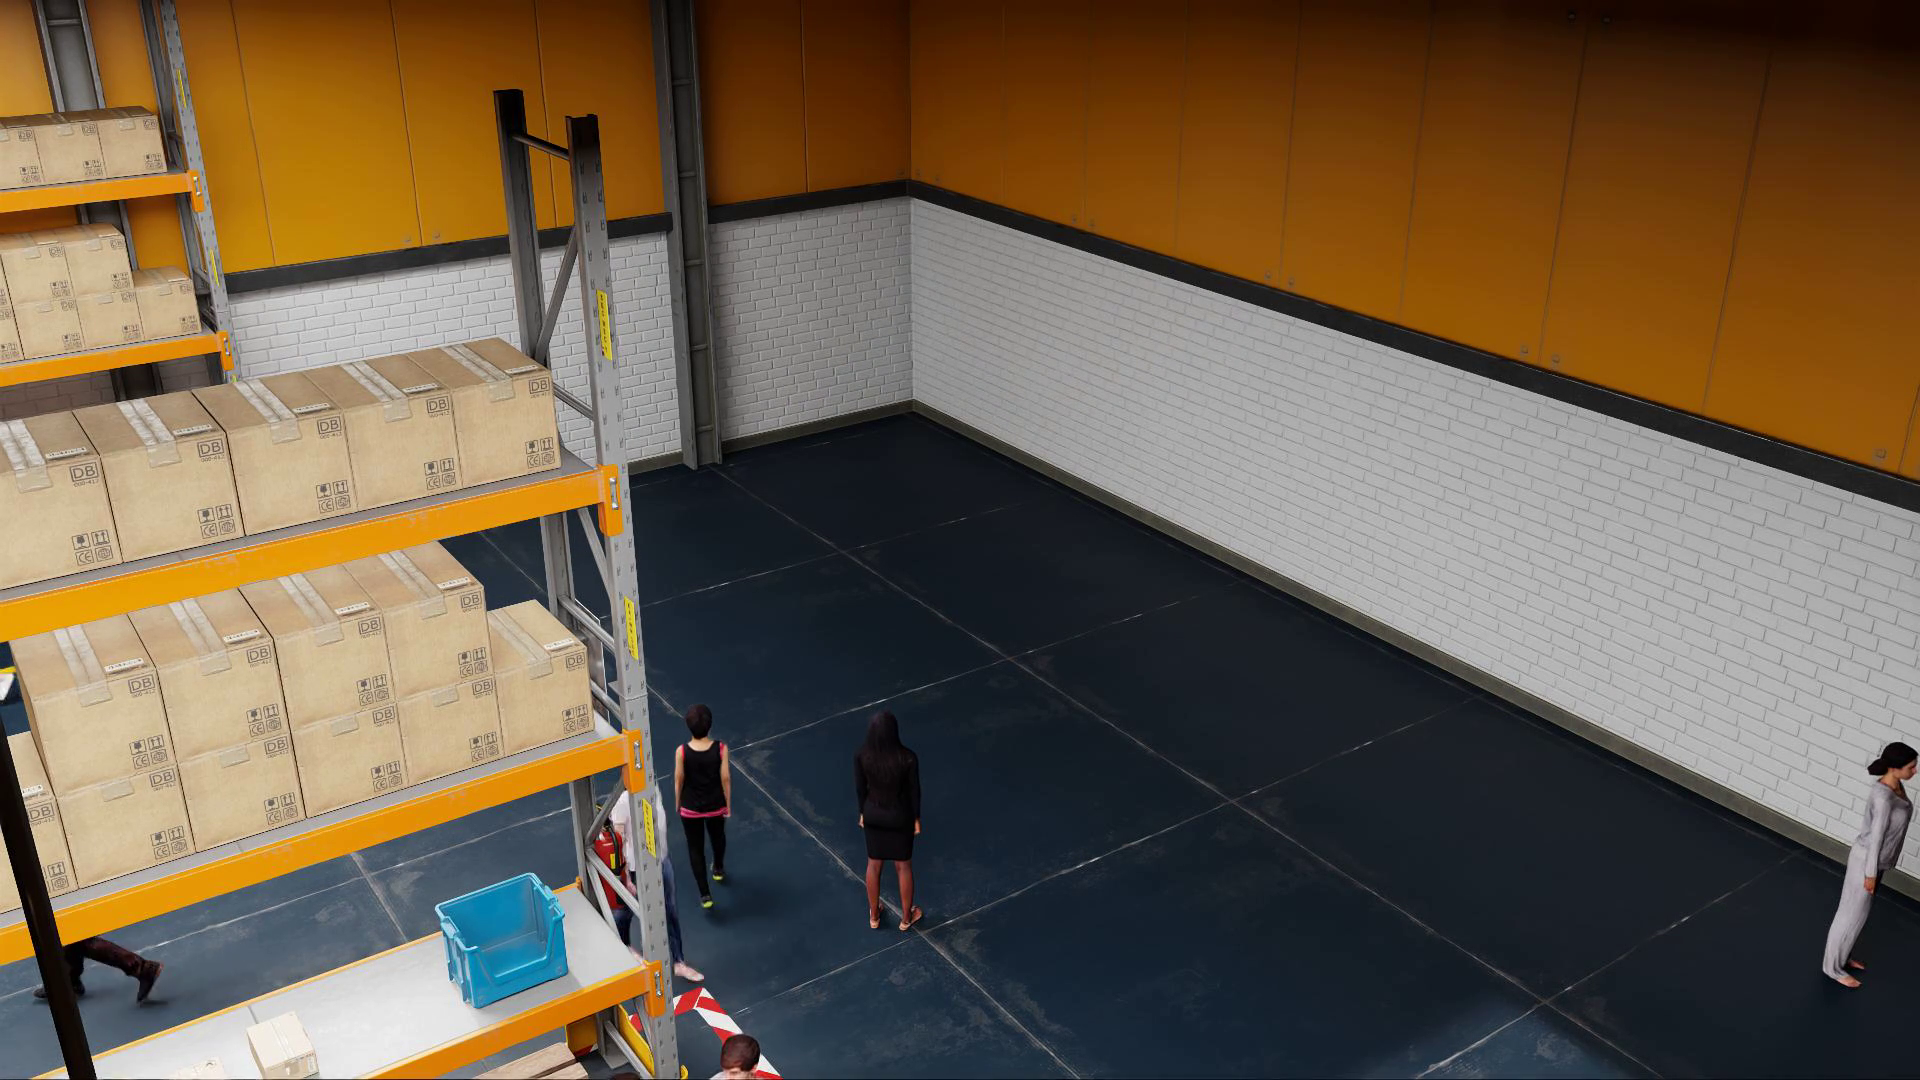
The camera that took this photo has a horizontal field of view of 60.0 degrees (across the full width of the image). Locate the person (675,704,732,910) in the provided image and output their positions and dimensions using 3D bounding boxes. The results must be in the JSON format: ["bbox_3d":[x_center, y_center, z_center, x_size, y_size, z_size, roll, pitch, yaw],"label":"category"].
[{"bbox_3d":[-1.829,1.907,11.833,0.949,1.537,0.815,-6,24,-14],"label":"person"}]

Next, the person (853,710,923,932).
[{"bbox_3d":[-0.497,1.932,11.547,0.676,1.719,0.728,5,24,11],"label":"person"}]

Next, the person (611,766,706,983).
[{"bbox_3d":[-2.165,2.144,11.087,0.795,1.700,0.966,18,29,35],"label":"person"}]

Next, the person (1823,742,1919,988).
[{"bbox_3d":[6.040,2.124,11.041,0.714,1.773,0.566,17,29,34],"label":"person"}]
